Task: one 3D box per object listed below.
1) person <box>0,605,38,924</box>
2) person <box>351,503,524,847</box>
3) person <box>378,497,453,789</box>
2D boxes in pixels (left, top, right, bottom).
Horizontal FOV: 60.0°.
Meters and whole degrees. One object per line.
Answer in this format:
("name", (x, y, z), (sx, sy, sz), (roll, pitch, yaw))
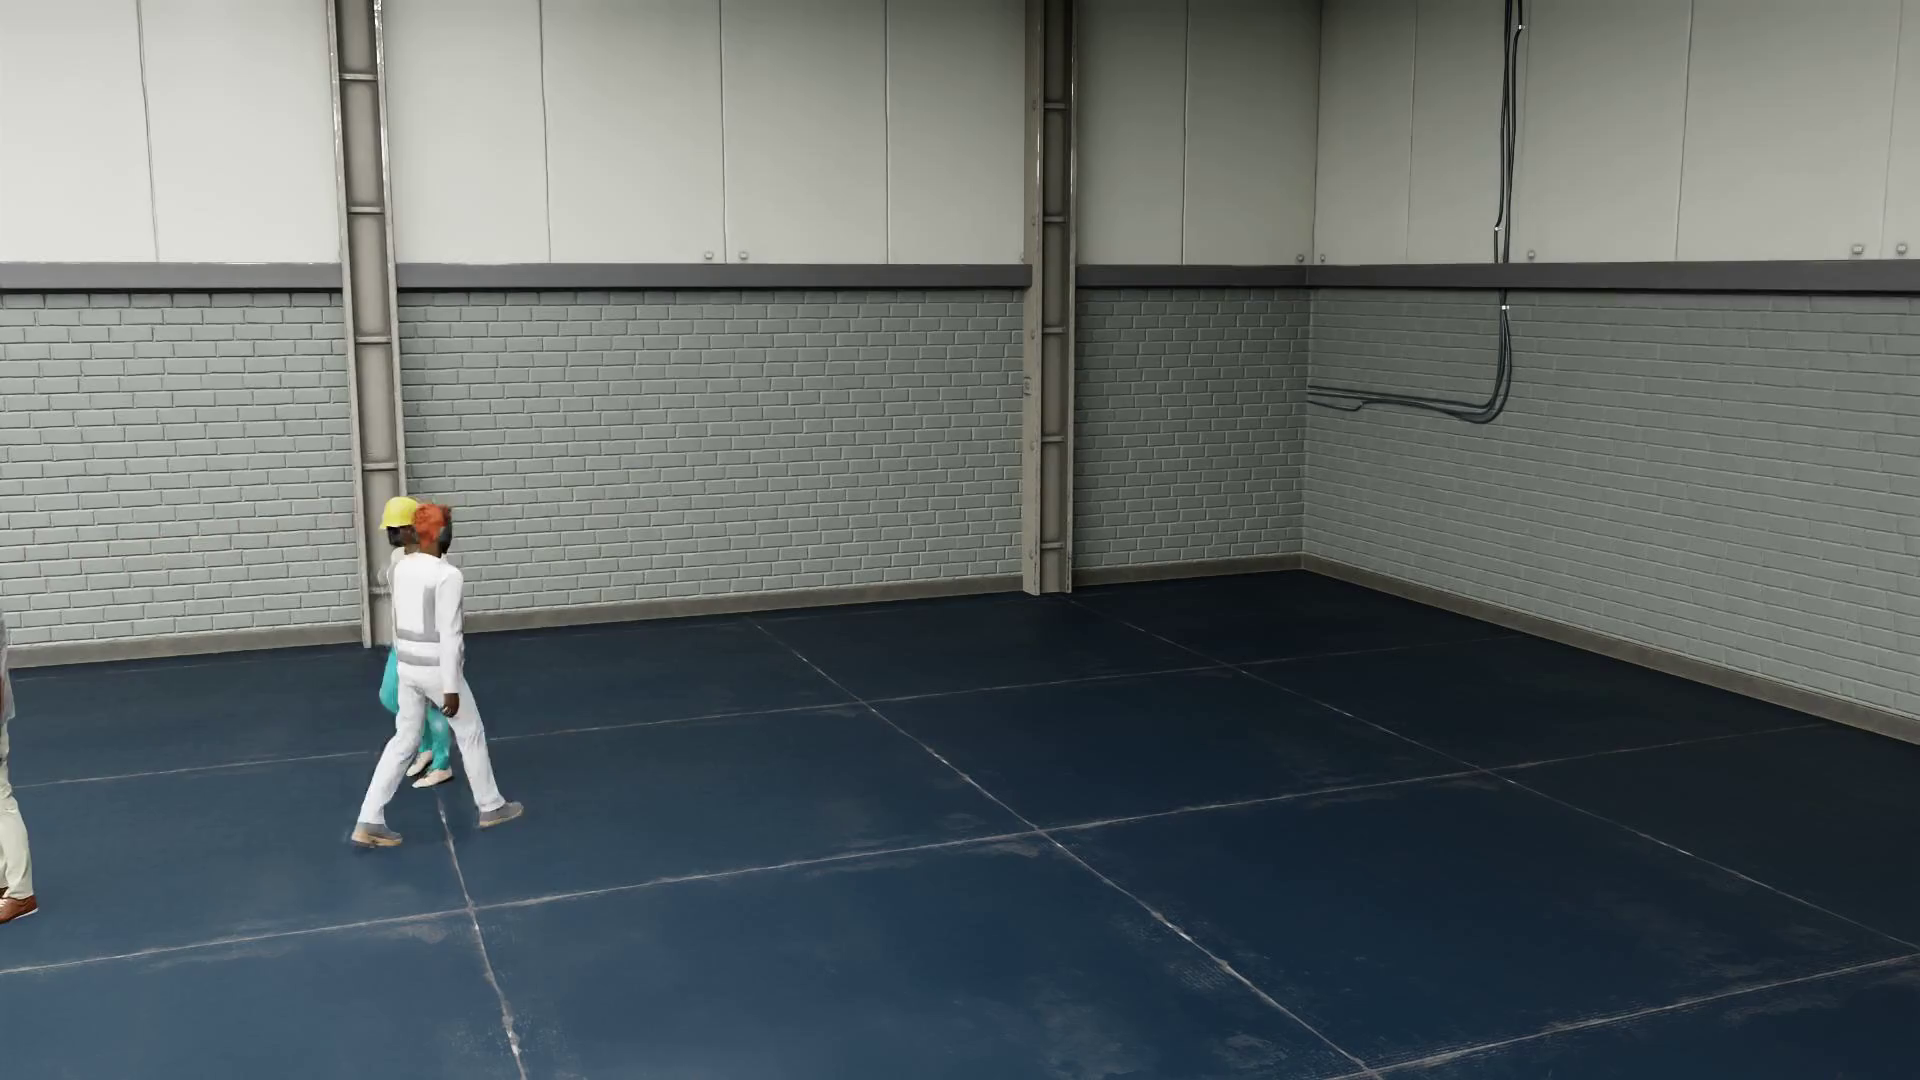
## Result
("person", (-4.611, 0.876, 7.793), (0.509, 1.861, 0.312), (7, 12, 38))
("person", (-2.868, 0.715, 8.909), (0.600, 1.837, 0.981), (6, 11, 35))
("person", (-3.203, 0.608, 9.814), (0.548, 1.750, 0.389), (8, 12, 40))
